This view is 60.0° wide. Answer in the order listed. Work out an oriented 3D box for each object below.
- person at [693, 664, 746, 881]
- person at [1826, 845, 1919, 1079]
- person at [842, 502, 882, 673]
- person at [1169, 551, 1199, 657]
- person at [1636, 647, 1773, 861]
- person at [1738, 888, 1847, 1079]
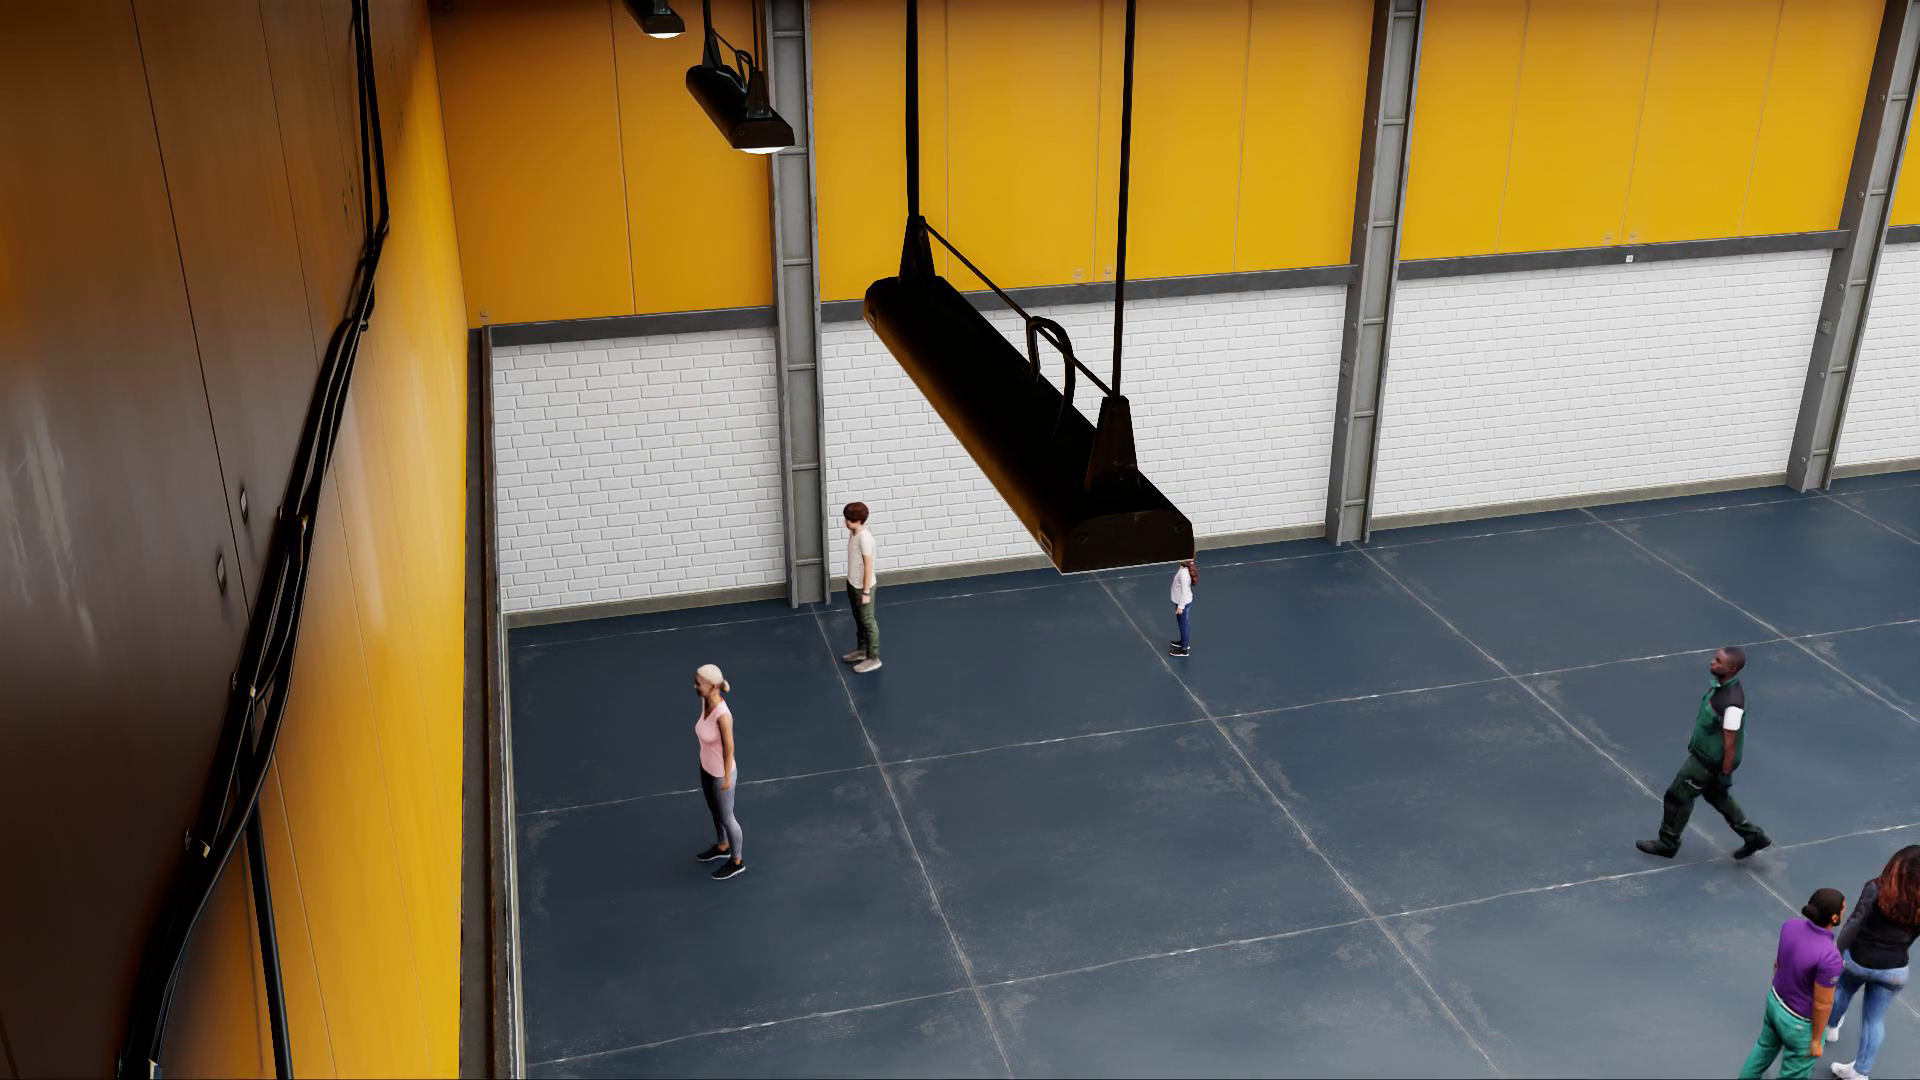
[{"bbox_3d":[-1.781,1.684,12.276,0.579,1.725,0.602,-13,27,-27],"label":"person"},{"bbox_3d":[5.636,2.643,10.236,0.995,1.601,0.989,2,24,3],"label":"person"},{"bbox_3d":[-0.902,0.412,15.275,0.577,1.653,0.616,-10,26,-22],"label":"person"},{"bbox_3d":[2.102,0.550,15.635,0.557,1.113,0.519,5,24,11],"label":"person"},{"bbox_3d":[5.667,1.622,12.317,1.262,1.806,1.108,8,25,19],"label":"person"},{"bbox_3d":[4.847,2.789,9.703,0.615,1.761,0.656,-2,24,-5],"label":"person"}]
